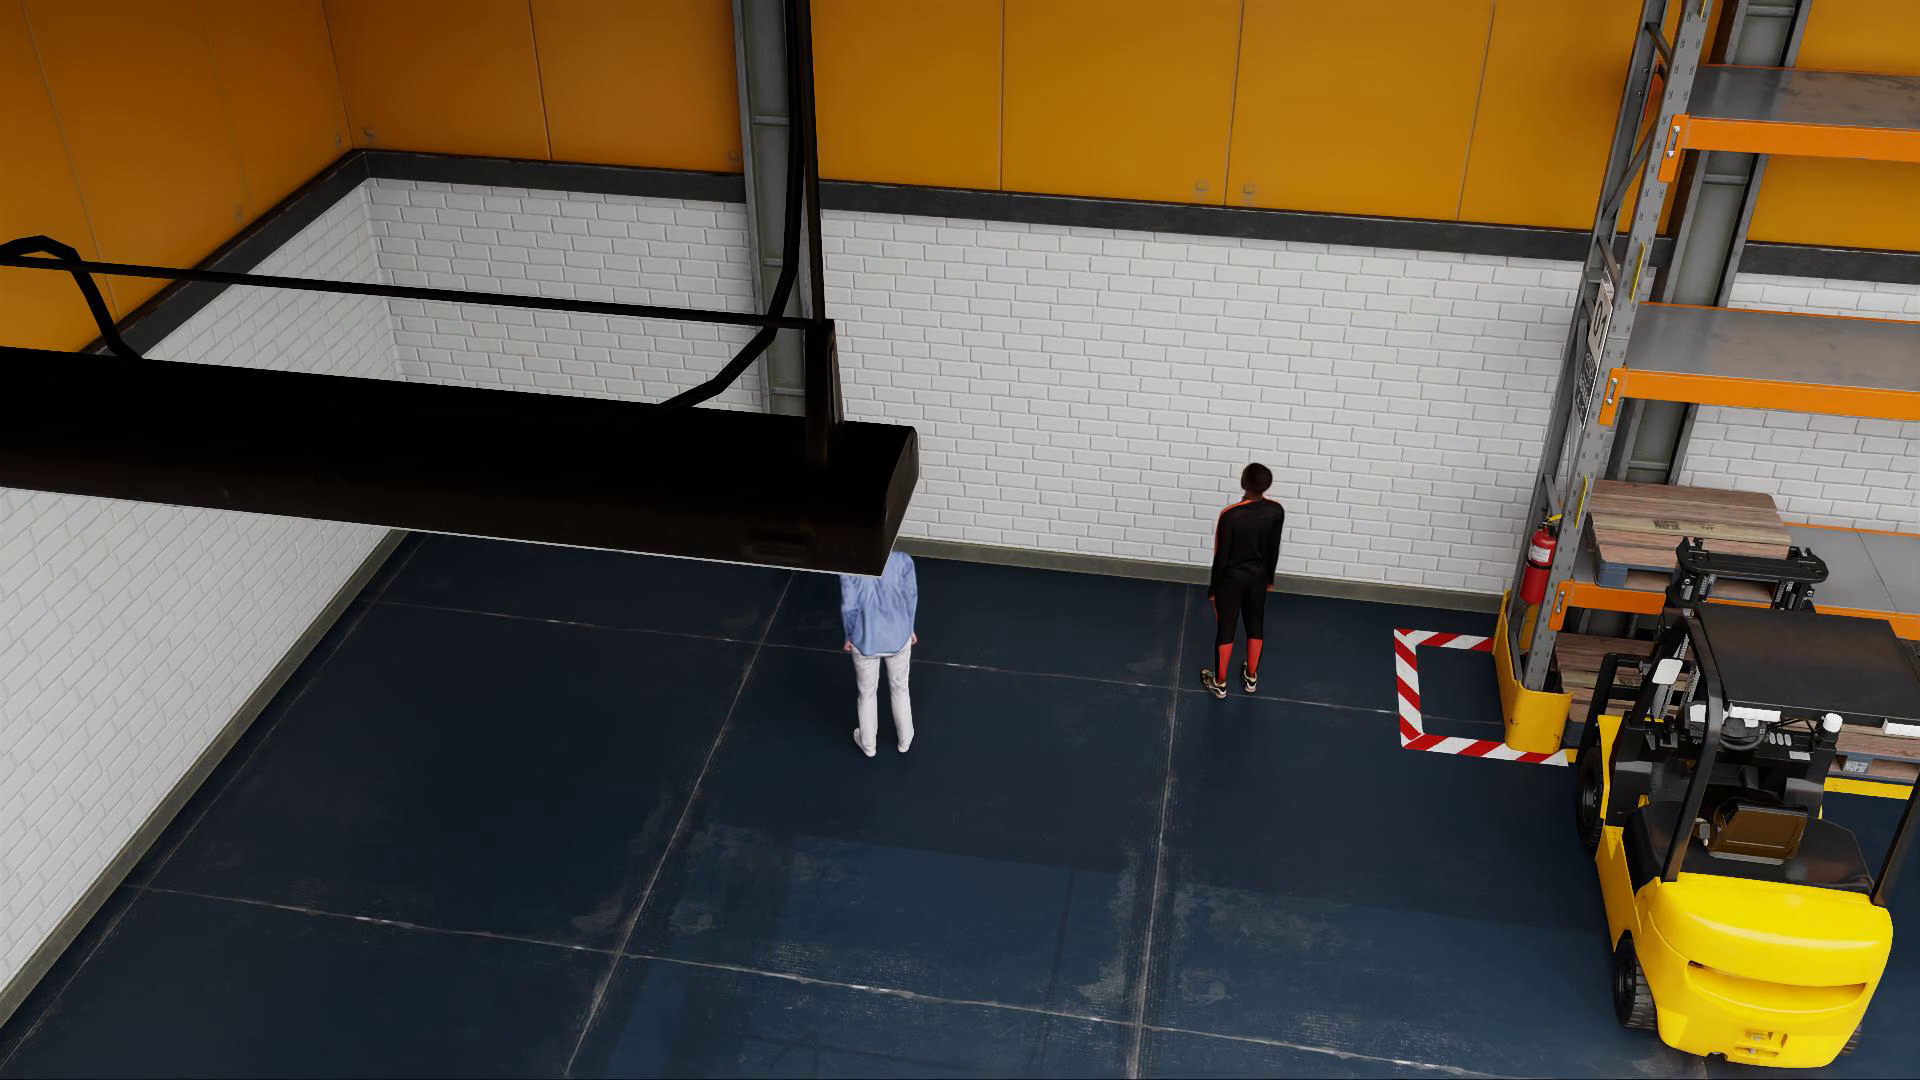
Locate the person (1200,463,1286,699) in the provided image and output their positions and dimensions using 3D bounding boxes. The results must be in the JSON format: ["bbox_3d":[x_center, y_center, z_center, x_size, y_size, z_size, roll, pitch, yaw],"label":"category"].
[{"bbox_3d":[1.897,0.263,11.145,0.605,1.808,0.753,-7,34,-11],"label":"person"}]

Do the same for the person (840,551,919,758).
[{"bbox_3d":[-0.506,0.599,10.569,0.640,1.886,0.786,-6,34,-9],"label":"person"}]
